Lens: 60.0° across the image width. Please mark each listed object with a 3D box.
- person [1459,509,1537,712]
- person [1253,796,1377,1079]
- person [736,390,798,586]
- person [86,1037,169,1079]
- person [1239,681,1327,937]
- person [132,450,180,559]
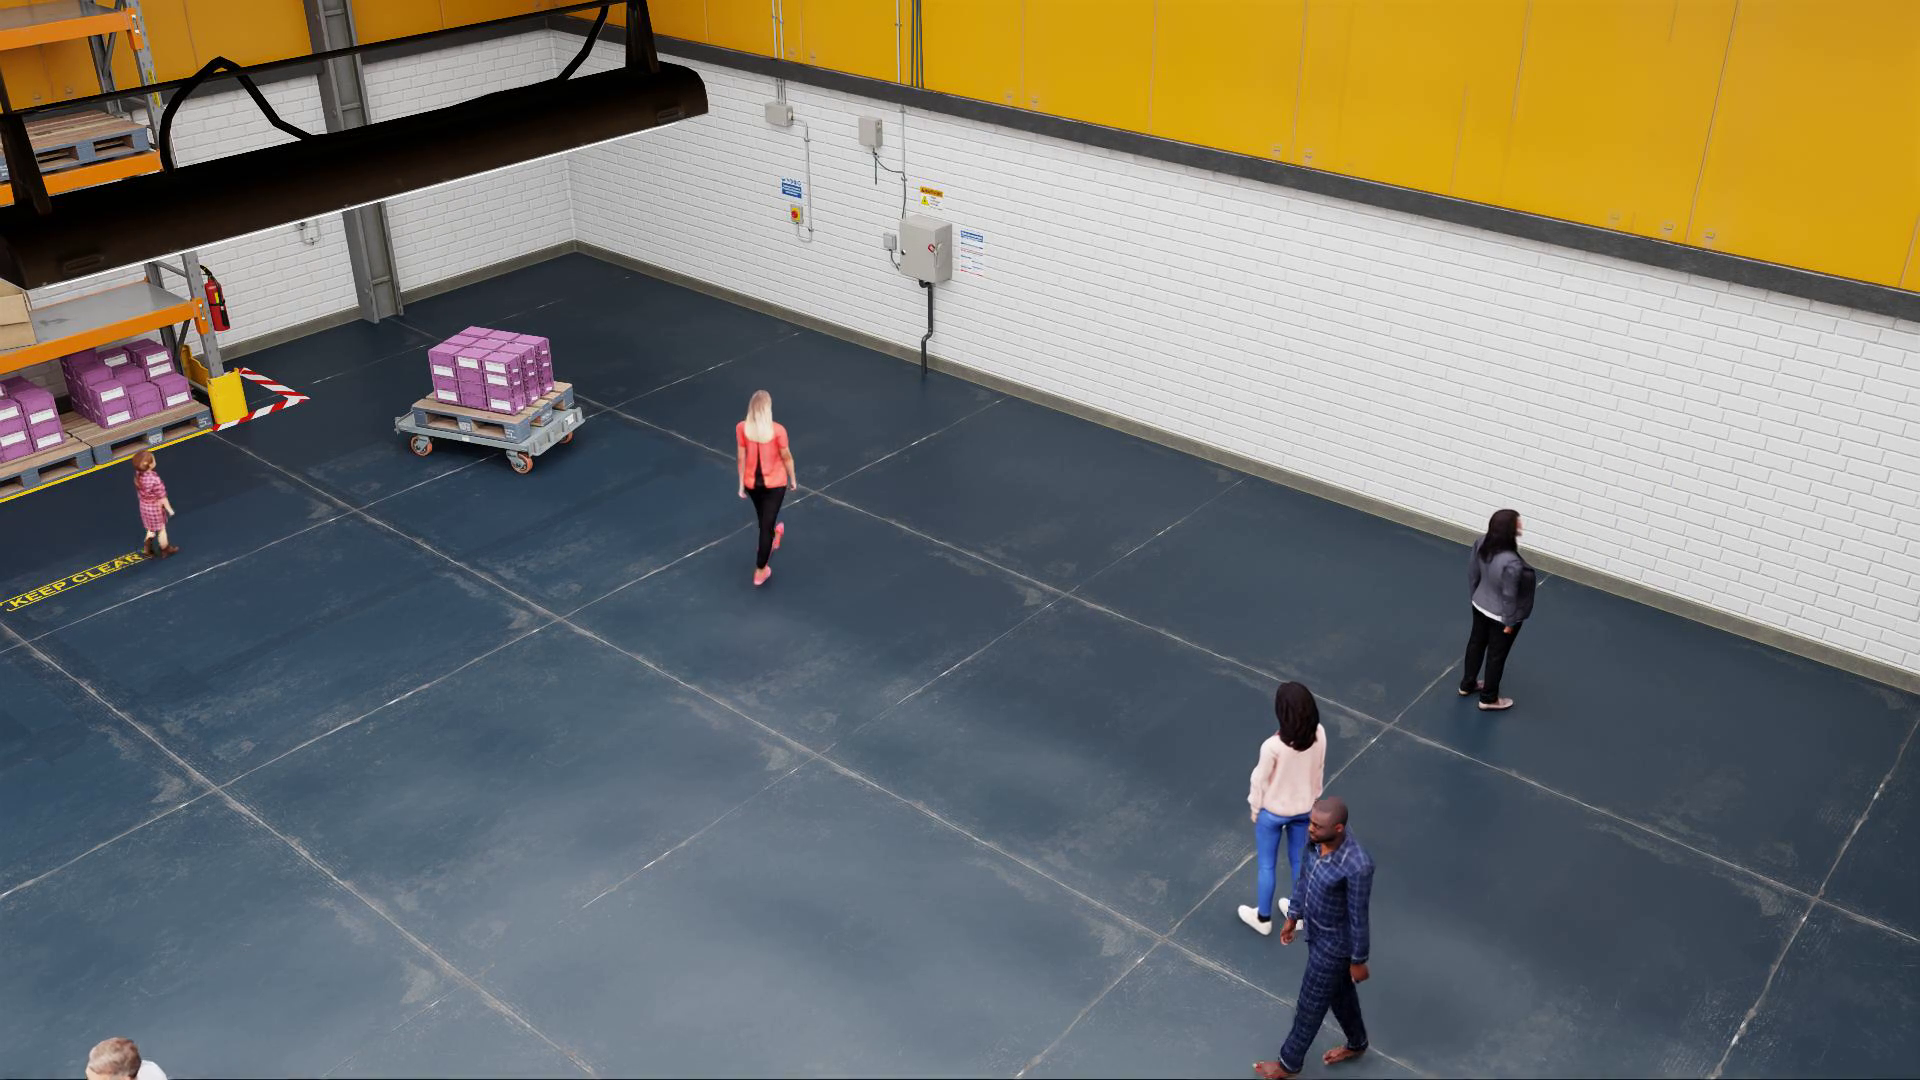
[{"bbox_3d":[3.963,0.503,12.290,0.822,1.596,0.790,-10,30,-17],"label":"person"},{"bbox_3d":[2.111,2.141,9.083,1.085,1.792,0.993,-8,30,-14],"label":"person"},{"bbox_3d":[-1.661,-0.399,13.893,0.924,1.645,1.175,7,29,12],"label":"person"},{"bbox_3d":[-3.622,2.915,7.644,0.881,1.811,0.806,-19,34,-31],"label":"person"},{"bbox_3d":[1.972,1.627,10.053,0.672,1.766,0.789,-9,30,-16],"label":"person"},{"bbox_3d":[-6.992,-0.280,14.334,0.511,1.013,0.604,12,31,20],"label":"person"}]
